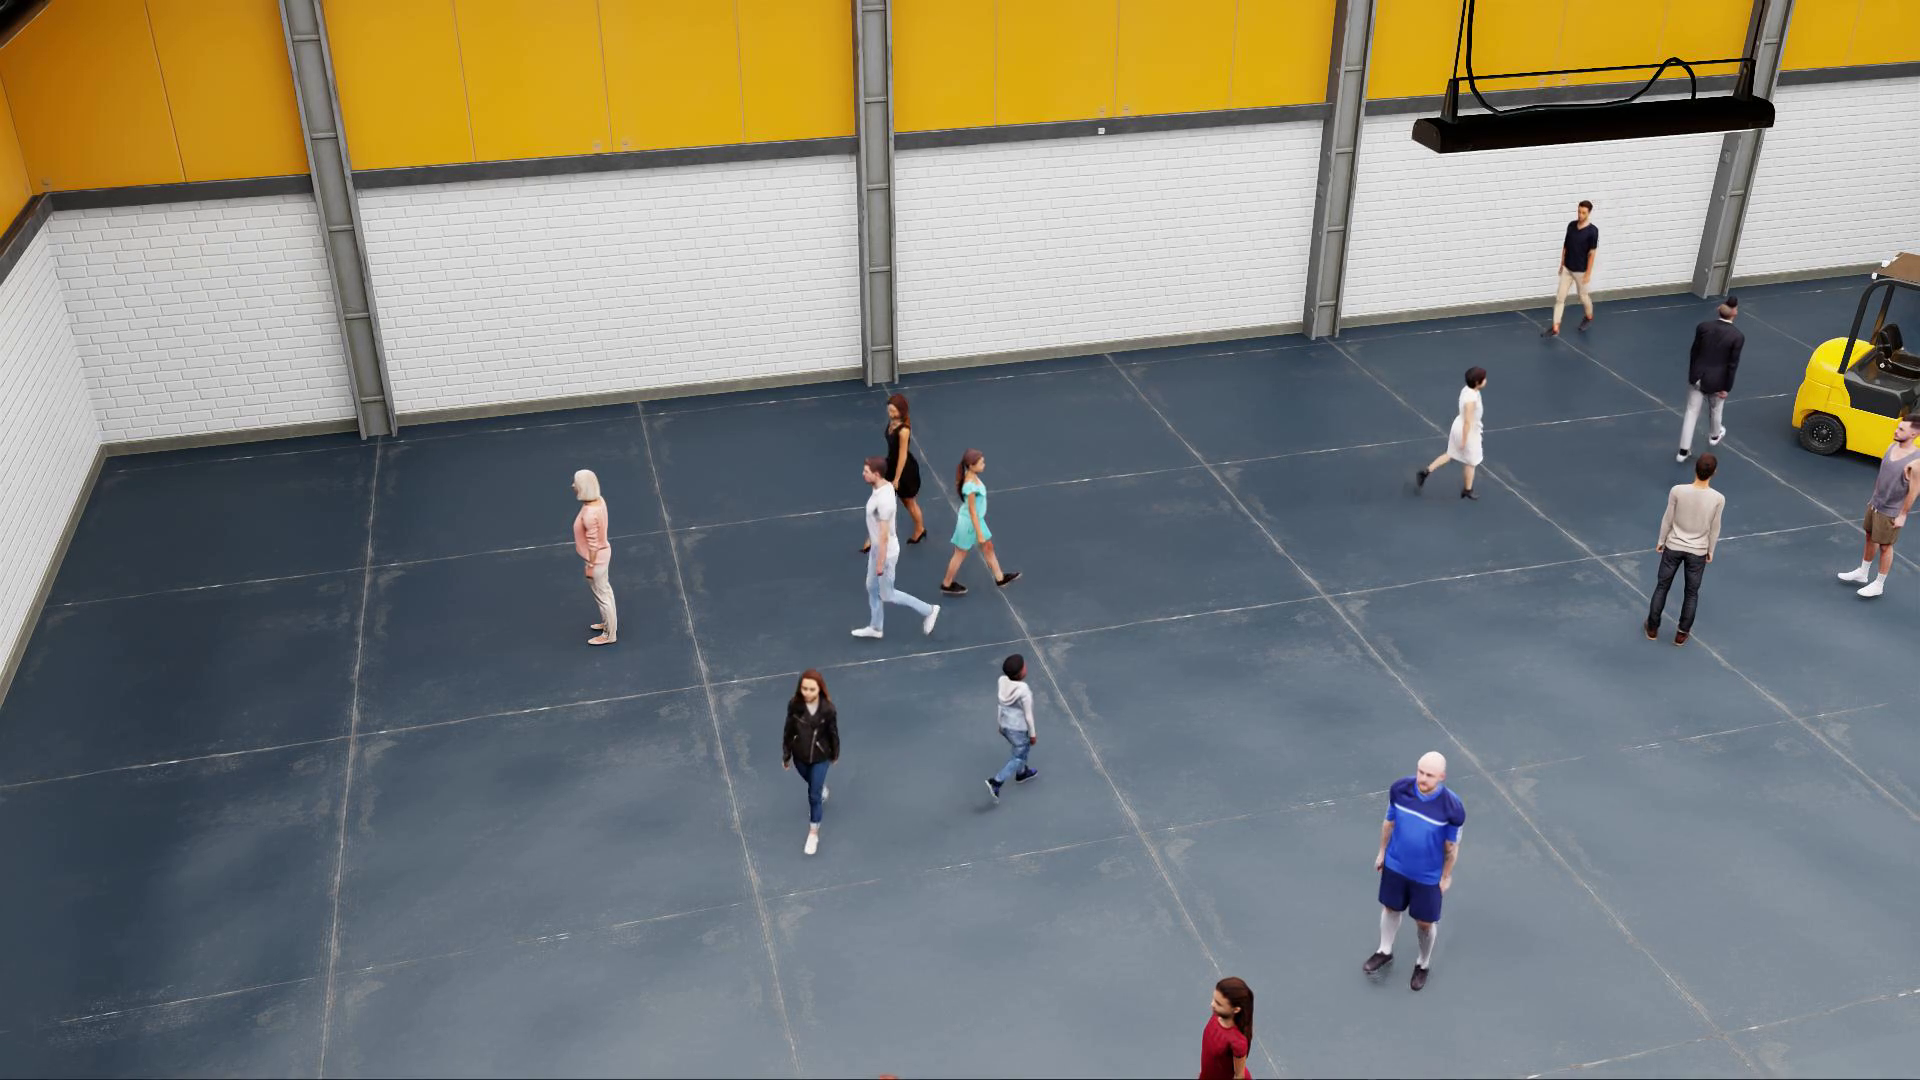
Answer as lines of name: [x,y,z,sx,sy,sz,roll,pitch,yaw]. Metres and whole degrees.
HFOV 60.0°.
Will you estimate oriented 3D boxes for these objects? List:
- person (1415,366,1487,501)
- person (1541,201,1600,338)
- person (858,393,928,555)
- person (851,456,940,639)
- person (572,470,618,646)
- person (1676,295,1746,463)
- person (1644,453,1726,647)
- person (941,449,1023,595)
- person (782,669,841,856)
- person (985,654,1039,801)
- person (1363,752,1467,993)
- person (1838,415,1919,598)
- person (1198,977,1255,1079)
person: [5.266,-1.123,17.595,1.006,1.534,0.747,2,29,3]
person: [8.123,-3.545,21.748,1.227,1.810,0.931,-21,35,-33]
person: [-0.498,-0.641,16.449,1.036,1.785,0.750,-10,30,-17]
person: [-0.594,0.106,15.037,1.070,1.826,0.745,-3,29,-6]
person: [-3.295,0.141,15.079,0.577,1.726,0.635,-2,29,-4]
person: [8.233,-1.757,18.369,1.124,1.906,1.271,21,35,33]
person: [6.563,0.086,15.035,0.703,1.864,0.779,13,31,23]
person: [0.024,-0.145,15.818,1.069,1.519,0.765,1,29,1]
person: [-1.123,1.590,12.709,0.997,1.451,0.937,8,30,14]
person: [0.406,1.477,13.128,0.871,1.247,0.669,-21,35,-34]
person: [3.078,2.182,11.216,0.777,1.840,0.812,20,34,32]
person: [8.796,-0.340,15.738,0.598,1.843,0.660,-3,29,-6]
person: [1.547,3.156,9.729,0.610,1.554,0.548,-9,30,-17]
